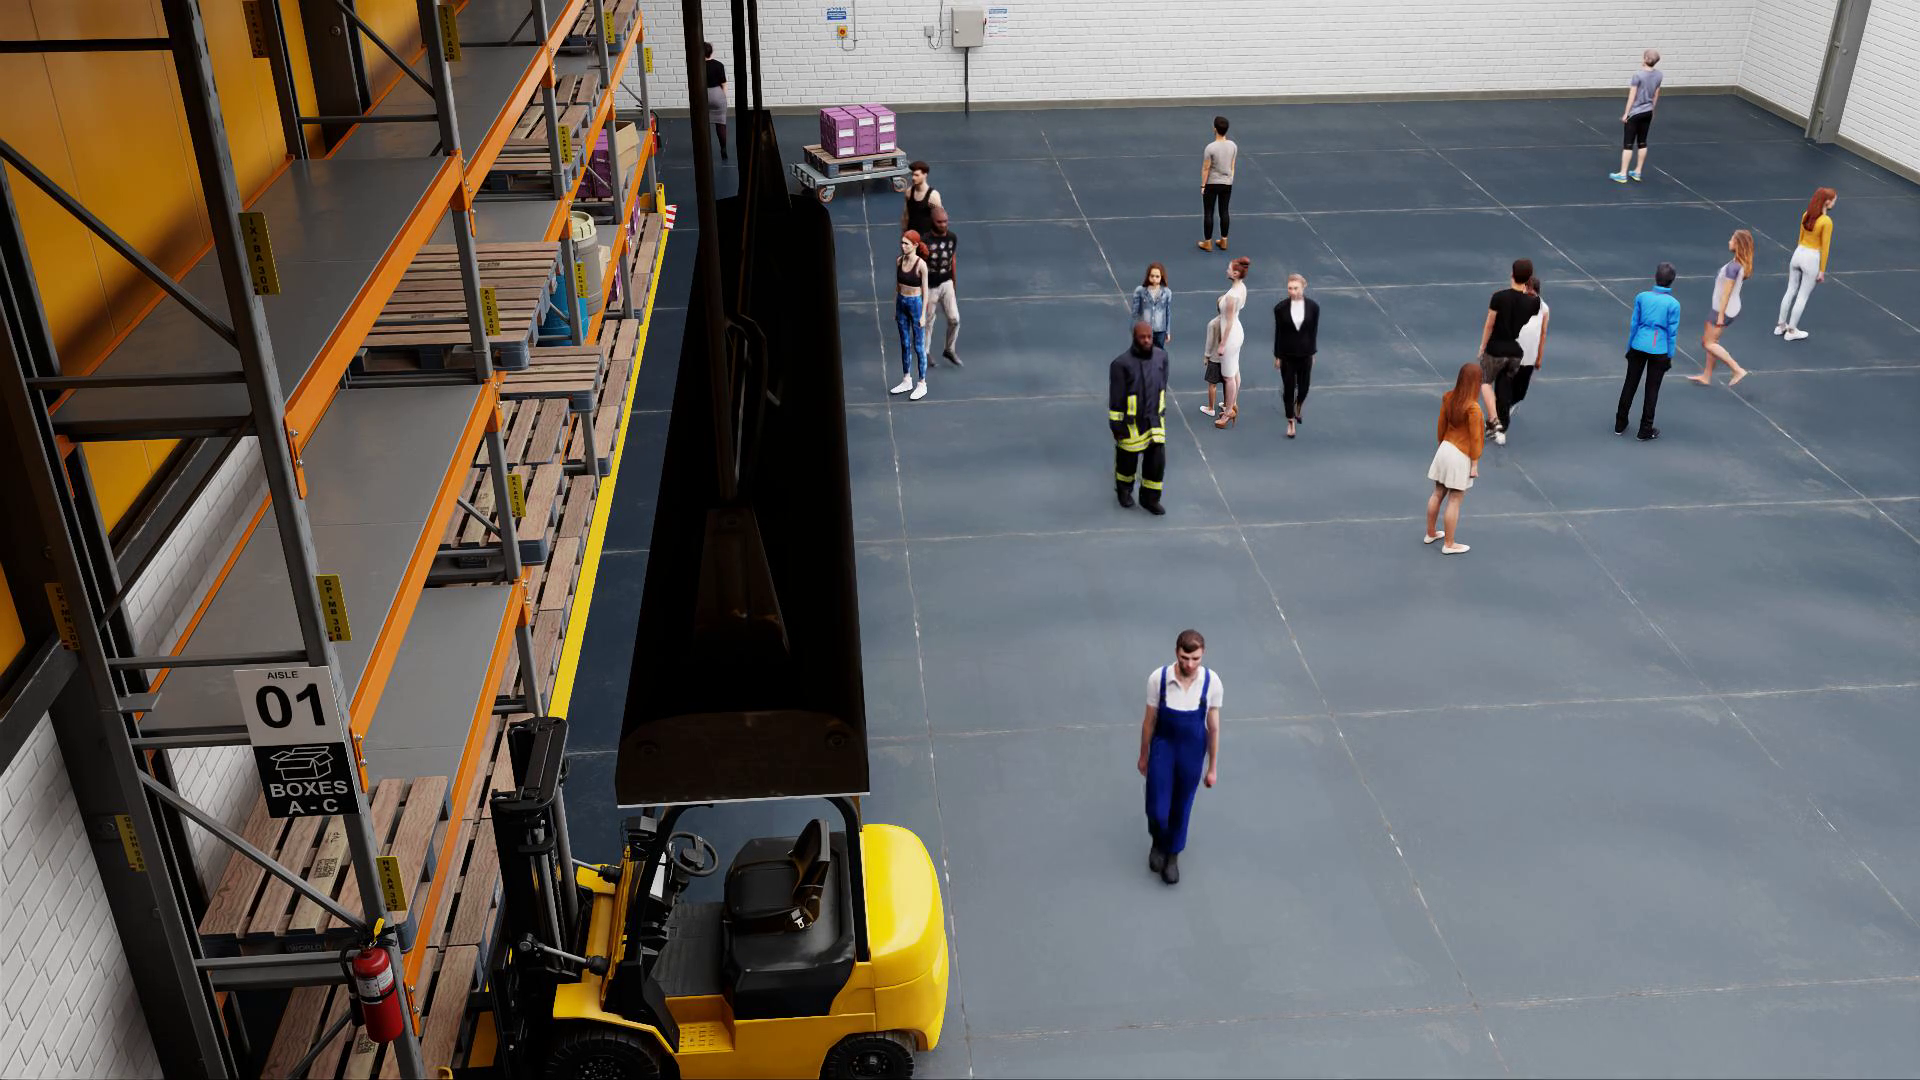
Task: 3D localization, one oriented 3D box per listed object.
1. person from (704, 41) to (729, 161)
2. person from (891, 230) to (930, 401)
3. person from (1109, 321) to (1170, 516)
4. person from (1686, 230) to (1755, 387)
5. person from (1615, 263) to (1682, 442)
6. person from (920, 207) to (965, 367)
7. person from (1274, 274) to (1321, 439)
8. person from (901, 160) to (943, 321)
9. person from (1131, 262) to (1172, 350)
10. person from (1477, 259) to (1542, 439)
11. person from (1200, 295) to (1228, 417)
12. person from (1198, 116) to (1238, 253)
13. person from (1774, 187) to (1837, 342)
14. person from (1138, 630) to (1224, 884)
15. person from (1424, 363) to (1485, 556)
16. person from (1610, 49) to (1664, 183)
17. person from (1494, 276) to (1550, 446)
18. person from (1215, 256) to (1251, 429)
[{"bbox_3d":[-3.750,-6.616,25.062,0.674,1.761,0.623,0,29,-1],"label":"person"},{"bbox_3d":[-0.503,-2.339,17.195,0.685,1.785,0.743,20,35,33],"label":"person"},{"bbox_3d":[1.572,-1.154,15.005,0.849,1.803,0.954,-9,30,-15],"label":"person"},{"bbox_3d":[8.046,-2.372,17.330,0.940,1.715,0.877,23,36,35],"label":"person"},{"bbox_3d":[6.743,-1.850,16.281,0.682,1.802,0.754,24,37,37],"label":"person"},{"bbox_3d":[-0.297,-2.741,17.932,0.811,1.785,0.863,-14,32,-24],"label":"person"},{"bbox_3d":[3.276,-1.827,16.361,0.676,1.686,0.738,0,29,0],"label":"person"},{"bbox_3d":[-0.434,-3.430,19.084,0.766,1.891,0.796,18,33,30],"label":"person"},{"bbox_3d":[1.971,-2.166,17.205,0.574,1.473,0.509,-1,29,-1],"label":"person"},{"bbox_3d":[5.308,-1.807,16.153,0.715,1.849,0.864,0,29,0],"label":"person"},{"bbox_3d":[2.647,-1.884,16.893,0.564,1.276,0.591,-11,30,-19],"label":"person"},{"bbox_3d":[3.323,-4.583,21.378,0.620,1.718,0.572,-6,29,-11],"label":"person"},{"bbox_3d":[9.467,-3.092,18.609,0.708,1.753,0.595,-10,30,-18],"label":"person"},{"bbox_3d":[1.373,1.297,10.471,0.688,1.842,0.707,2,29,4],"label":"person"},{"bbox_3d":[4.250,-0.711,14.275,0.762,1.723,0.636,-14,32,-24],"label":"person"},{"bbox_3d":[9.835,-6.148,24.072,0.709,1.886,0.650,-9,30,-16],"label":"person"},{"bbox_3d":[5.472,-1.821,16.374,0.834,1.663,1.060,5,29,8],"label":"person"},{"bbox_3d":[2.703,-1.967,16.506,0.692,1.792,0.556,11,30,19],"label":"person"}]
